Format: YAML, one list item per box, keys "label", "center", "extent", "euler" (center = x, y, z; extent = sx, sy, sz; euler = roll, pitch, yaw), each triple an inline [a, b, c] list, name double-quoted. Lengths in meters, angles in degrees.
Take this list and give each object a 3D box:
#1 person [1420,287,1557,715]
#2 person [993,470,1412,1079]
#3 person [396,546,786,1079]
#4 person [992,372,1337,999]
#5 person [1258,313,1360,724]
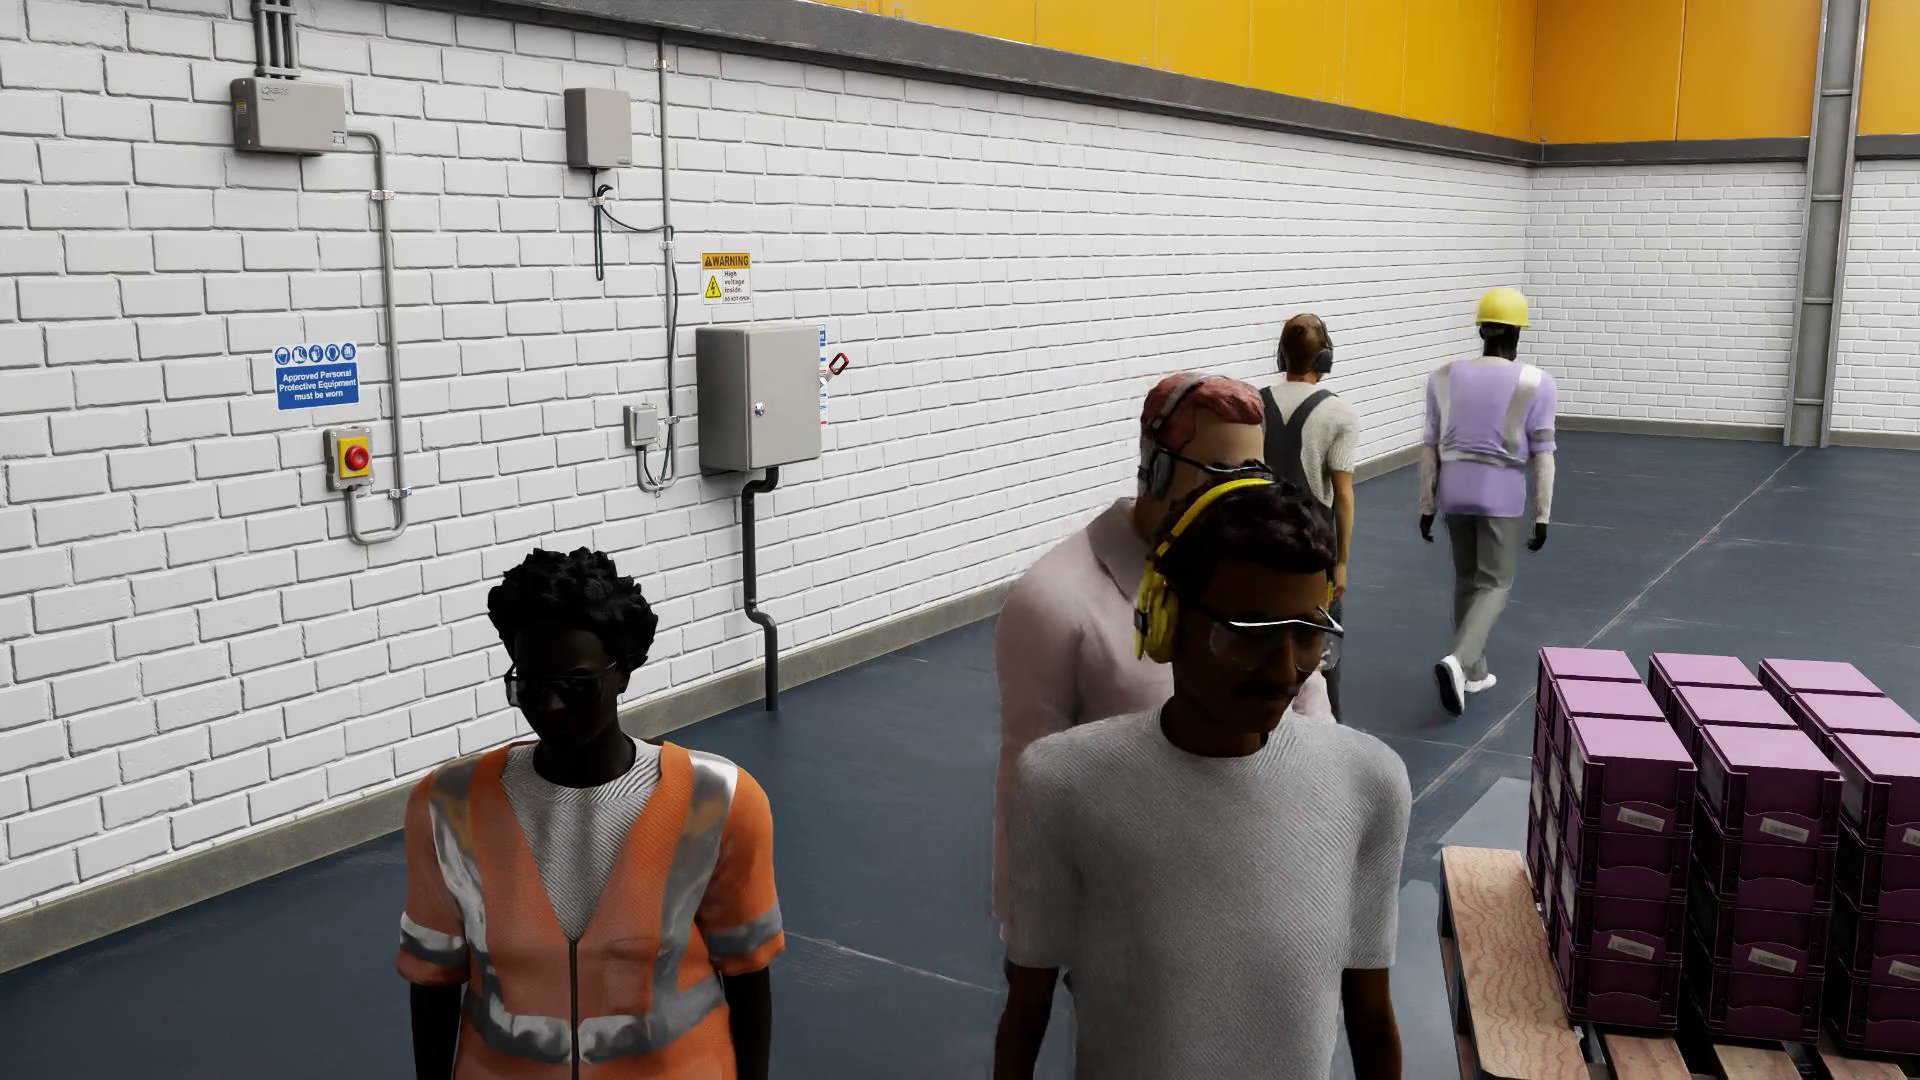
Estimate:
- label: "person"
  center: [2.316, -0.172, 7.438]
  extent: [0.597, 1.901, 0.816]
  euler: [8, 13, 38]
- label: "person"
  center: [0.281, 0.819, 2.072]
  extent: [0.519, 1.844, 0.521]
  euler: [-1, 10, -8]
- label: "person"
  center: [-0.517, 0.840, 2.367]
  extent: [0.540, 1.695, 0.317]
  euler: [-1, 10, -3]
- label: "person"
  center: [0.392, 0.645, 2.937]
  extent: [0.647, 1.882, 0.420]
  euler: [-6, 12, -31]
- label: "person"
  center: [1.325, 0.027, 6.531]
  extent: [0.533, 1.813, 0.801]
  euler: [6, 12, 29]
